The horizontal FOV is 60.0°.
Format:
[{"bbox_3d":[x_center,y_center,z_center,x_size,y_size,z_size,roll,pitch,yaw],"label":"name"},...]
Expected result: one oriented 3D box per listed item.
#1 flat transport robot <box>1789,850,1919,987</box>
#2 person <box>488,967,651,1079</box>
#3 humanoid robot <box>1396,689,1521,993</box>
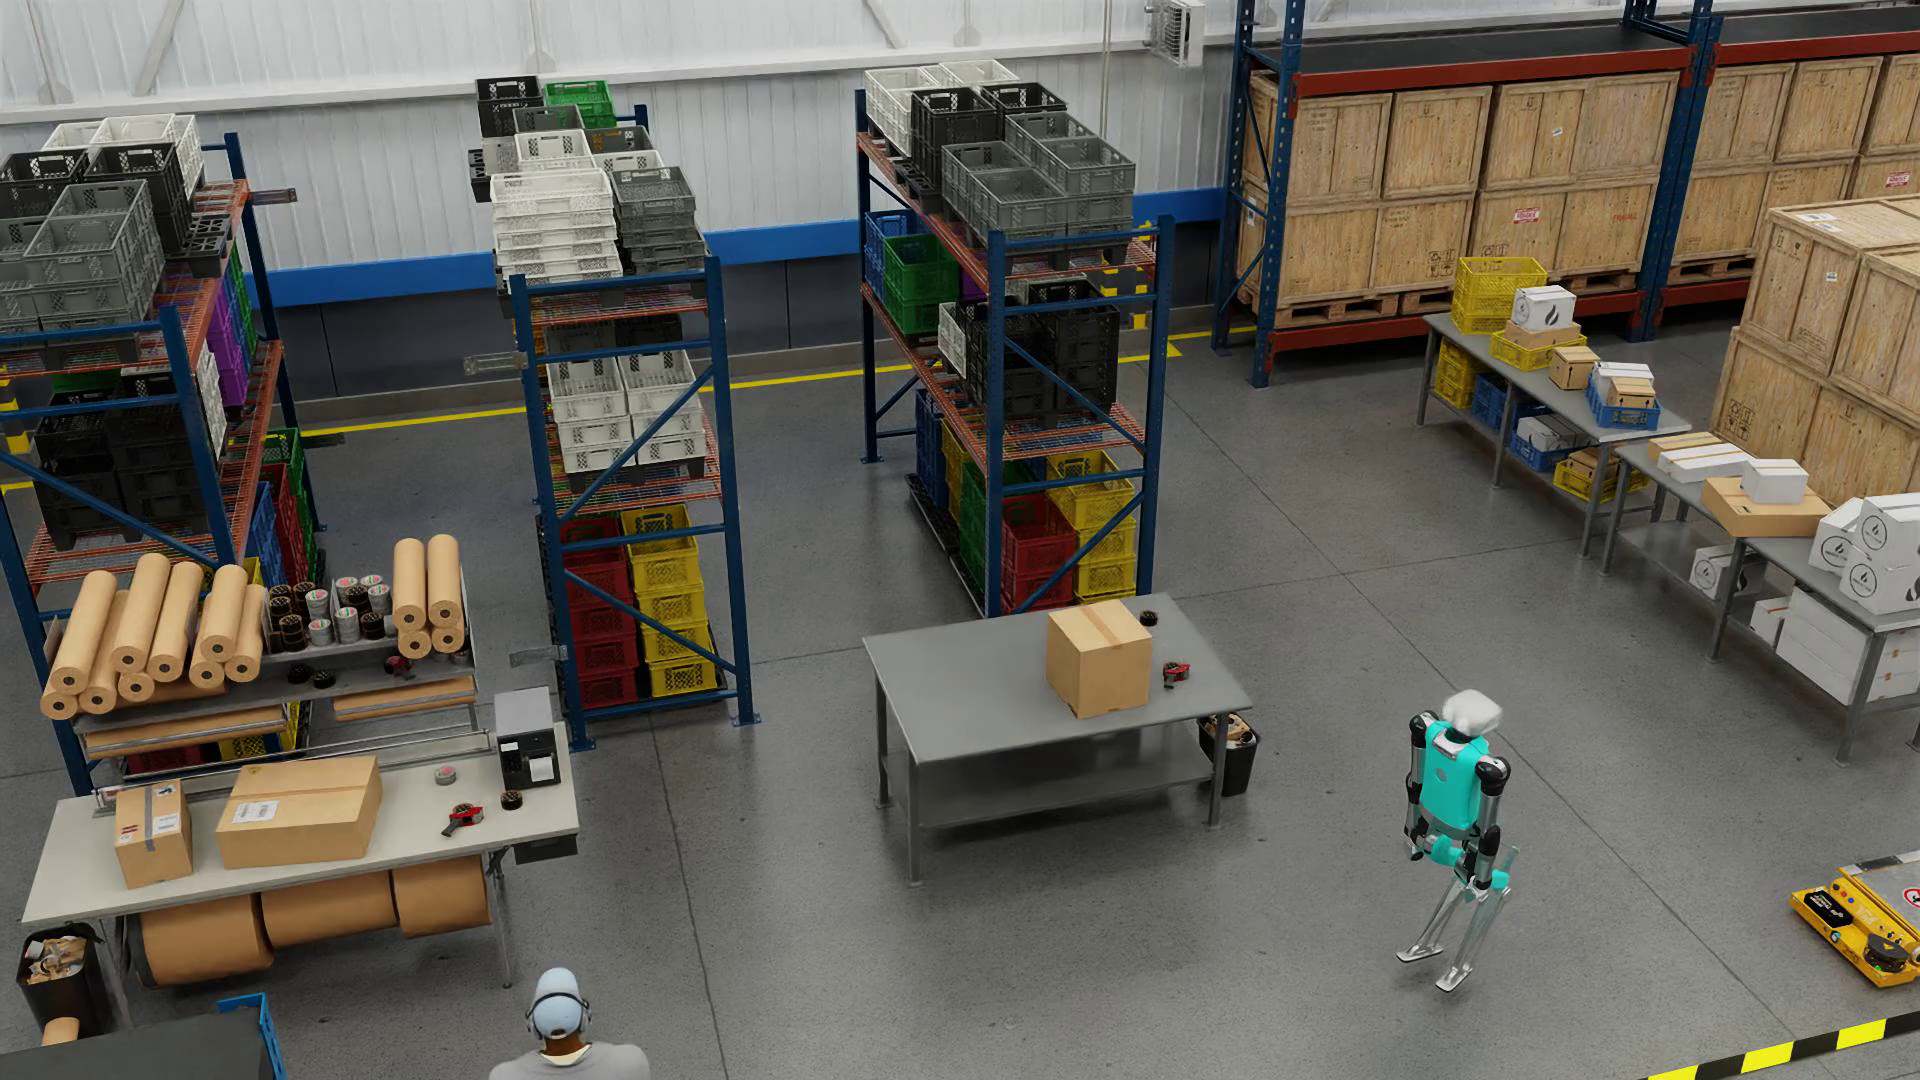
[{"bbox_3d":[5.163,1.916,8.676,1.431,0.231,0.659,-8,30,-14],"label":"flat transport robot"},{"bbox_3d":[-1.404,2.350,6.241,0.589,1.852,0.365,-7,29,-12],"label":"person"},{"bbox_3d":[2.470,1.398,7.959,0.735,1.671,0.533,-17,33,-28],"label":"humanoid robot"}]
